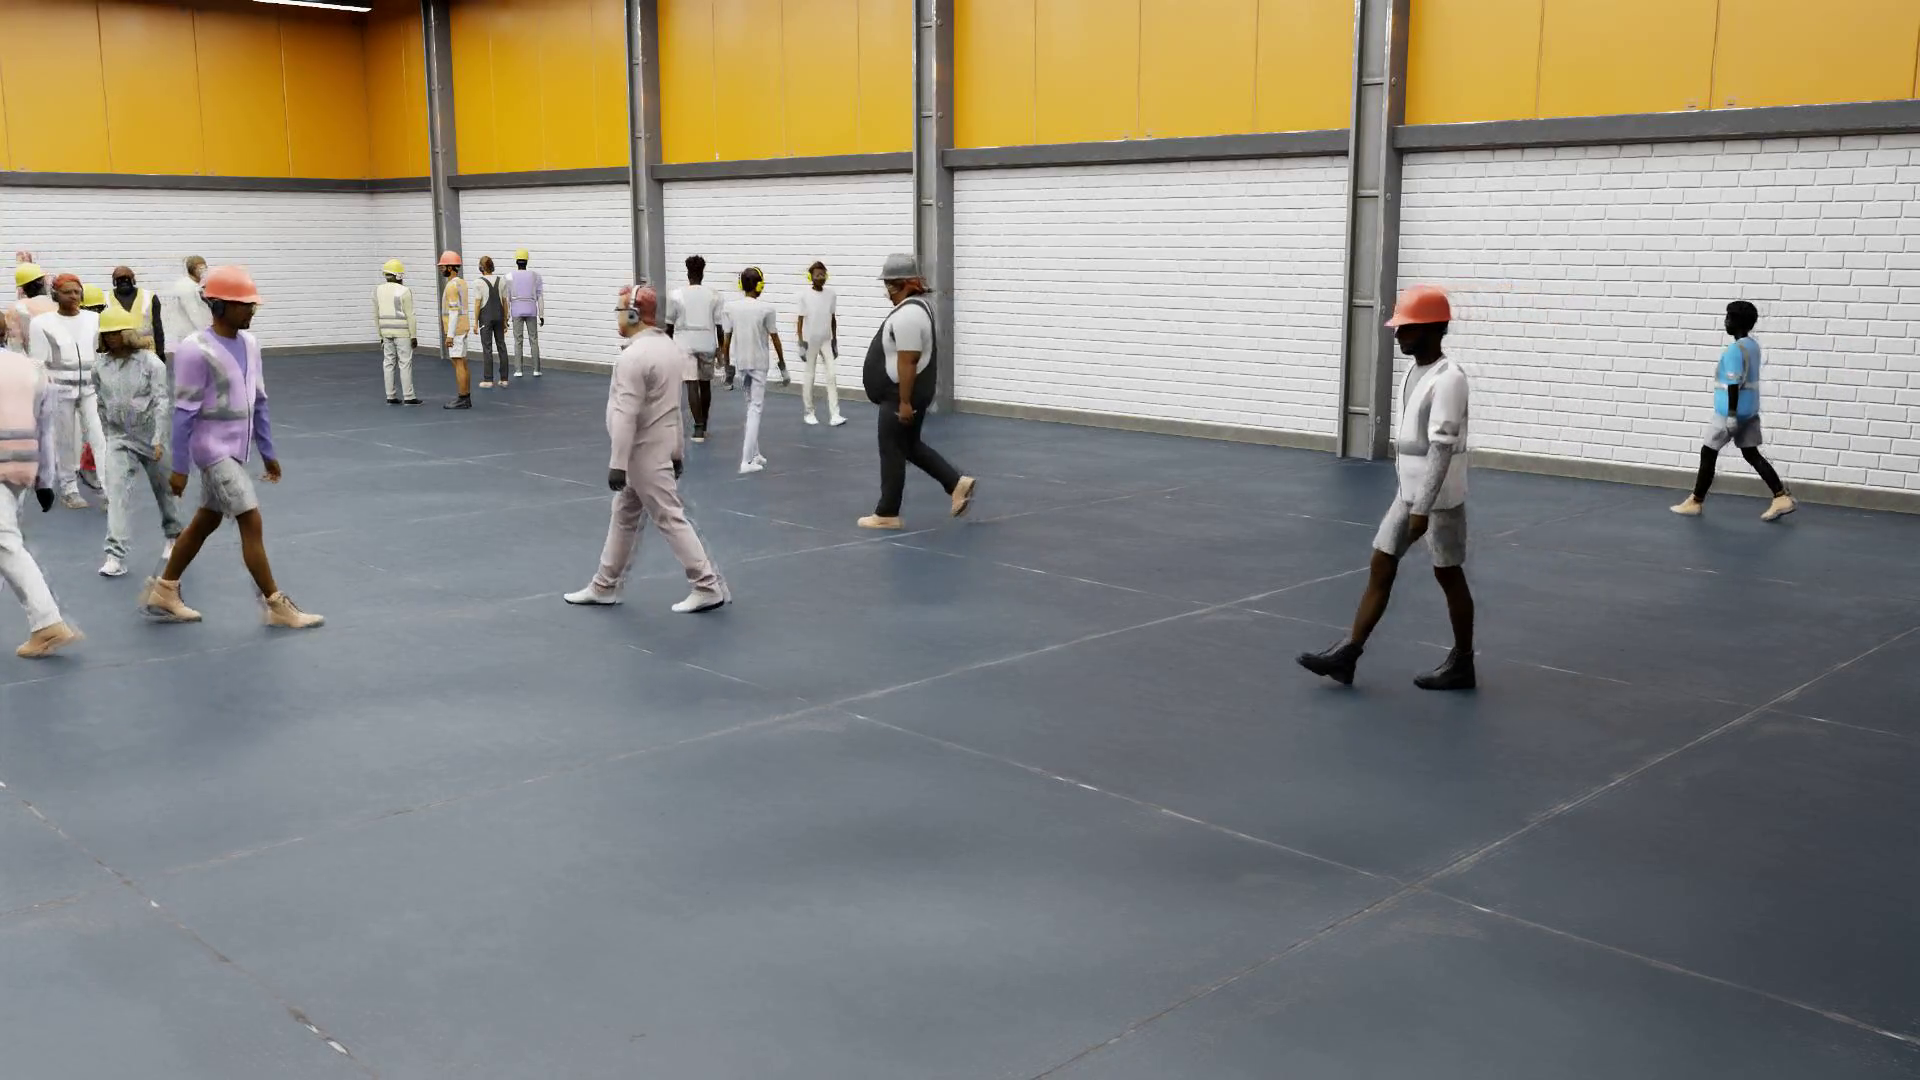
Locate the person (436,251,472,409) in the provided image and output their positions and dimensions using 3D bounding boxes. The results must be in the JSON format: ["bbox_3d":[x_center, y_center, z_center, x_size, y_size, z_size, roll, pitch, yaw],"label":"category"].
[{"bbox_3d":[-6.224,-2.577,20.480,0.355,1.938,0.545,-1,10,-4],"label":"person"}]

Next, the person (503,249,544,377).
[{"bbox_3d":[-6.577,-3.418,25.091,0.594,1.925,0.369,-3,11,-18],"label":"person"}]

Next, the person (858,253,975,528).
[{"bbox_3d":[-0.326,-1.094,12.107,0.769,2.000,0.687,1,10,6],"label":"person"}]

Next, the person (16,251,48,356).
[{"bbox_3d":[-14.071,-3.416,25.198,0.663,1.884,0.592,8,13,38],"label":"person"}]

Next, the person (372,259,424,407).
[{"bbox_3d":[-7.021,-2.580,20.782,0.590,1.833,0.404,4,11,21],"label":"person"}]

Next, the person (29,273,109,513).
[{"bbox_3d":[-6.757,-1.111,12.752,0.605,1.831,0.987,-10,14,-44],"label":"person"}]

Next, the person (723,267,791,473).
[{"bbox_3d":[-1.823,-1.549,15.122,0.517,1.842,0.717,5,12,25],"label":"person"}]

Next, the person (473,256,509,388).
[{"bbox_3d":[-6.586,-3.054,23.342,0.504,1.843,0.345,-9,14,-40],"label":"person"}]

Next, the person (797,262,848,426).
[{"bbox_3d":[-1.546,-2.176,18.582,0.550,1.829,0.897,-5,12,-27],"label":"person"}]

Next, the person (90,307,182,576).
[{"bbox_3d":[-5.291,-0.651,10.670,0.490,1.684,0.946,-1,10,-7],"label":"person"}]

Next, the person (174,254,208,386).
[{"bbox_3d":[-8.829,-2.374,19.466,0.928,1.896,0.641,-1,10,-4],"label":"person"}]

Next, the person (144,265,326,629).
[{"bbox_3d":[-4.037,-0.487,9.023,1.053,1.990,0.611,1,10,4],"label":"person"}]

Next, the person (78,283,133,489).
[{"bbox_3d":[-7.134,-1.258,13.815,0.361,1.734,0.618,3,11,15],"label":"person"}]

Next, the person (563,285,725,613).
[{"bbox_3d":[-1.786,-0.503,9.404,0.980,1.860,0.659,1,10,6],"label":"person"}]

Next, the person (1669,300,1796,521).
[{"bbox_3d":[5.862,-0.965,12.458,0.534,1.663,0.862,-10,14,-43],"label":"person"}]

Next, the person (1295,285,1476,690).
[{"bbox_3d":[2.031,-0.214,7.691,0.931,1.896,0.574,-2,11,-9],"label":"person"}]

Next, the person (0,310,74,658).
[{"bbox_3d":[-4.923,-0.304,8.550,0.949,1.790,0.642,3,11,18],"label":"person"}]

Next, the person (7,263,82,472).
[{"bbox_3d":[-8.091,-1.524,14.862,0.667,1.897,0.524,-8,13,-38],"label":"person"}]

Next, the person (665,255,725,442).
[{"bbox_3d":[-2.802,-2.019,17.508,0.611,1.910,0.998,-4,11,-19],"label":"person"}]

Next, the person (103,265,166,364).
[{"bbox_3d":[-8.706,-1.970,17.486,0.644,1.821,0.449,-4,11,-22],"label":"person"}]
